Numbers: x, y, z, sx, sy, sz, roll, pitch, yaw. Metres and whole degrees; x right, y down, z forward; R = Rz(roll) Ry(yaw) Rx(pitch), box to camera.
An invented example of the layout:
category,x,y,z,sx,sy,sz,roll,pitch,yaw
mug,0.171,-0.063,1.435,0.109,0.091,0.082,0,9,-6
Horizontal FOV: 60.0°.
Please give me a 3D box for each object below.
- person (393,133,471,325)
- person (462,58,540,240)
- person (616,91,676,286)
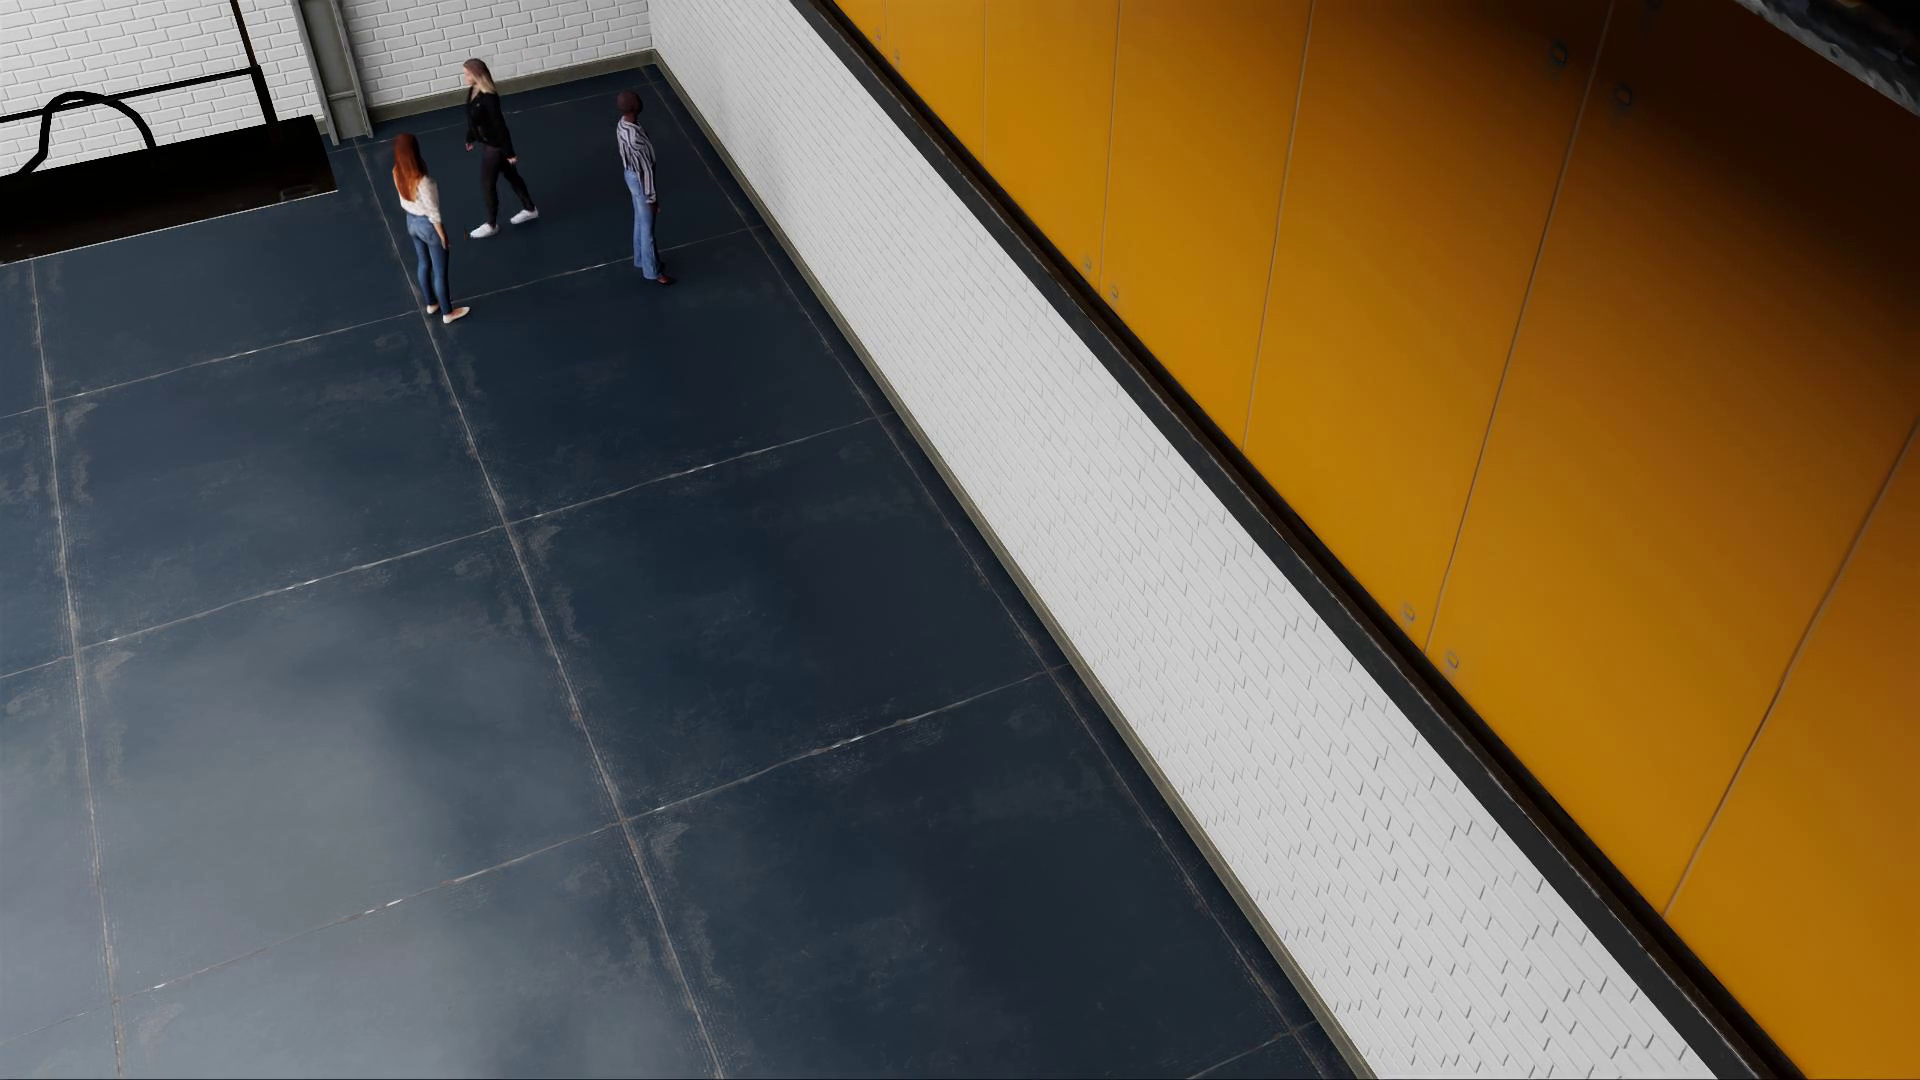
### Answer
category,x,y,z,sx,sy,sz,roll,pitch,yaw
person,-4.408,-2.571,13.703,0.645,1.728,0.648,26,50,25
person,-4.026,-3.522,14.753,0.915,1.658,0.654,-21,47,-20
person,-2.700,-2.989,14.093,0.524,1.795,0.629,-16,46,-16
